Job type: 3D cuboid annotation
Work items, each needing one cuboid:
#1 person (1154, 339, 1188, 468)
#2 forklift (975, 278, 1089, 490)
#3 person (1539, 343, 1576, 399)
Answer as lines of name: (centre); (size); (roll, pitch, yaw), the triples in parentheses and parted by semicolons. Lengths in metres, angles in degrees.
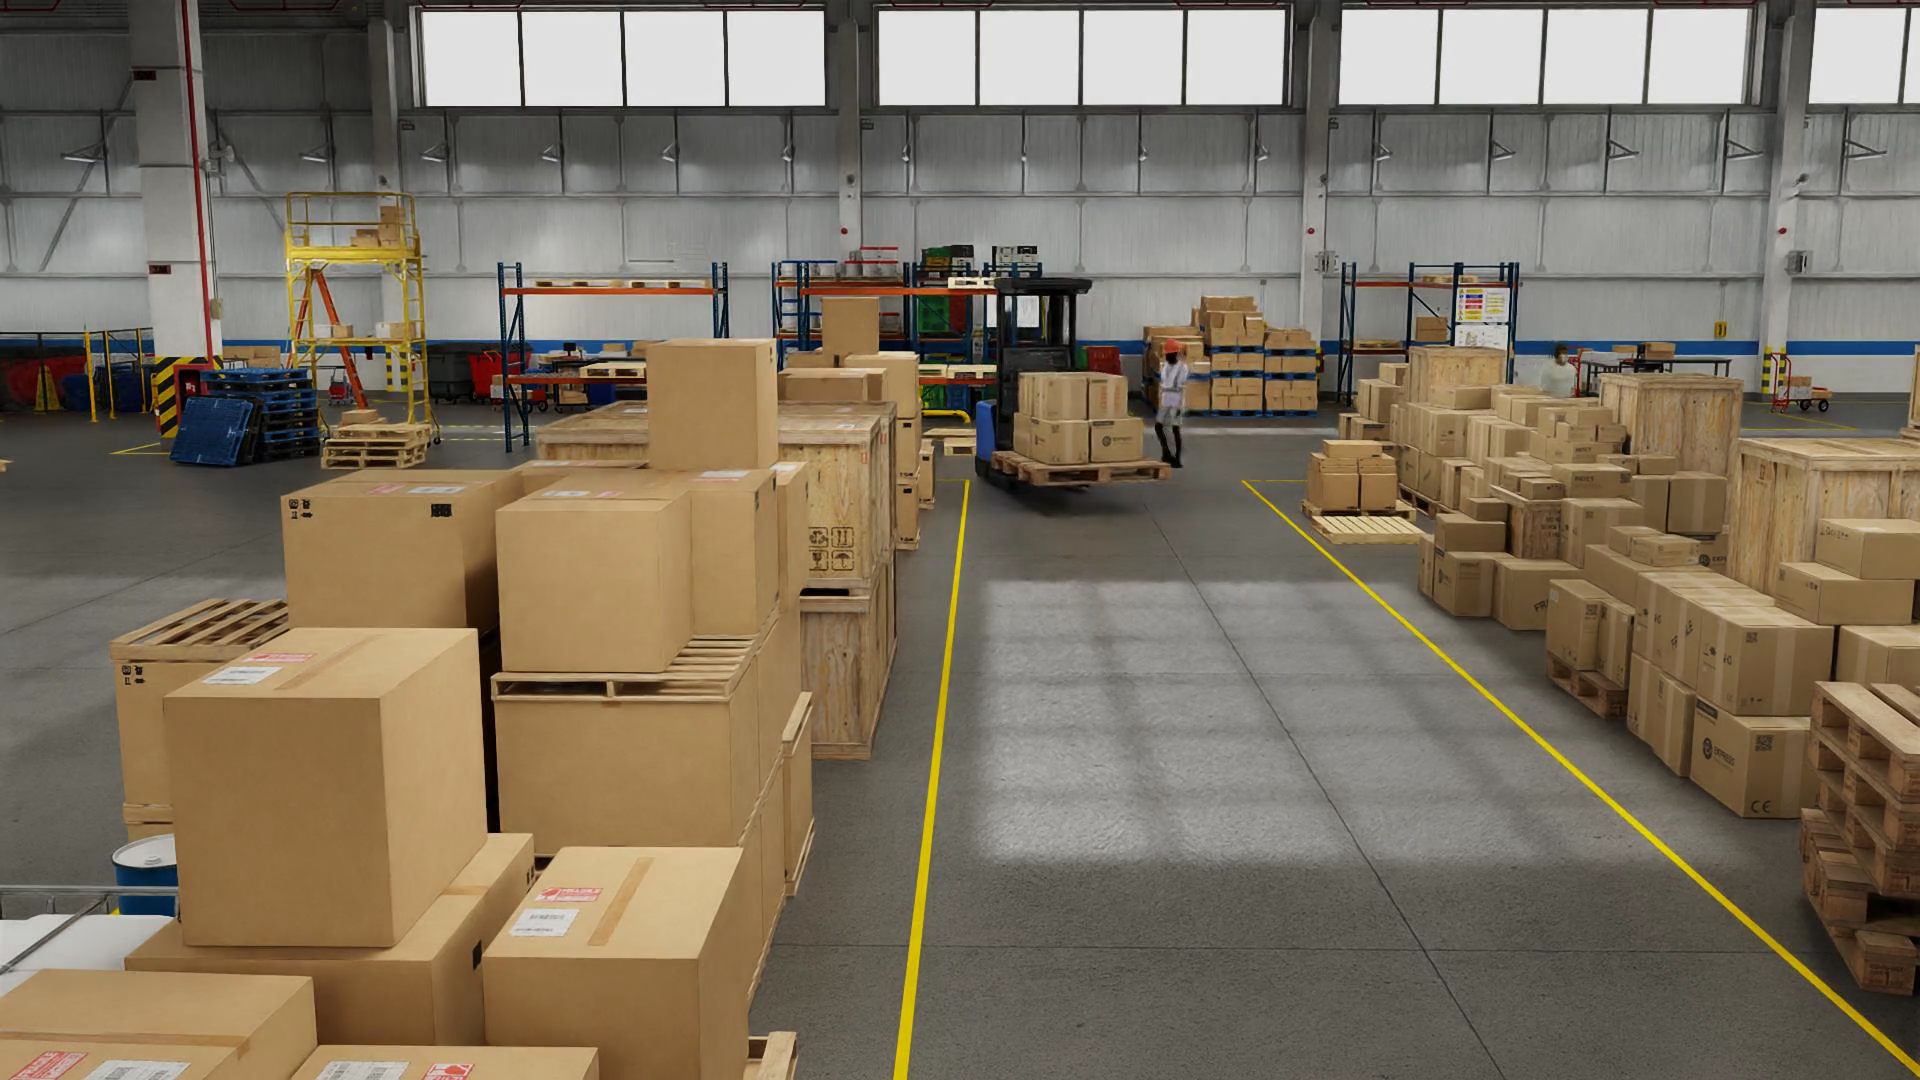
person: (3.108, -1.996, 24.497); (0.477, 1.906, 0.548); (-8, 12, -38)
forklift: (0.936, -2.181, 22.700); (1.129, 2.768, 1.873); (-3, 10, -15)
person: (8.591, -1.887, 23.936); (0.653, 1.884, 1.043); (-3, 10, -18)
